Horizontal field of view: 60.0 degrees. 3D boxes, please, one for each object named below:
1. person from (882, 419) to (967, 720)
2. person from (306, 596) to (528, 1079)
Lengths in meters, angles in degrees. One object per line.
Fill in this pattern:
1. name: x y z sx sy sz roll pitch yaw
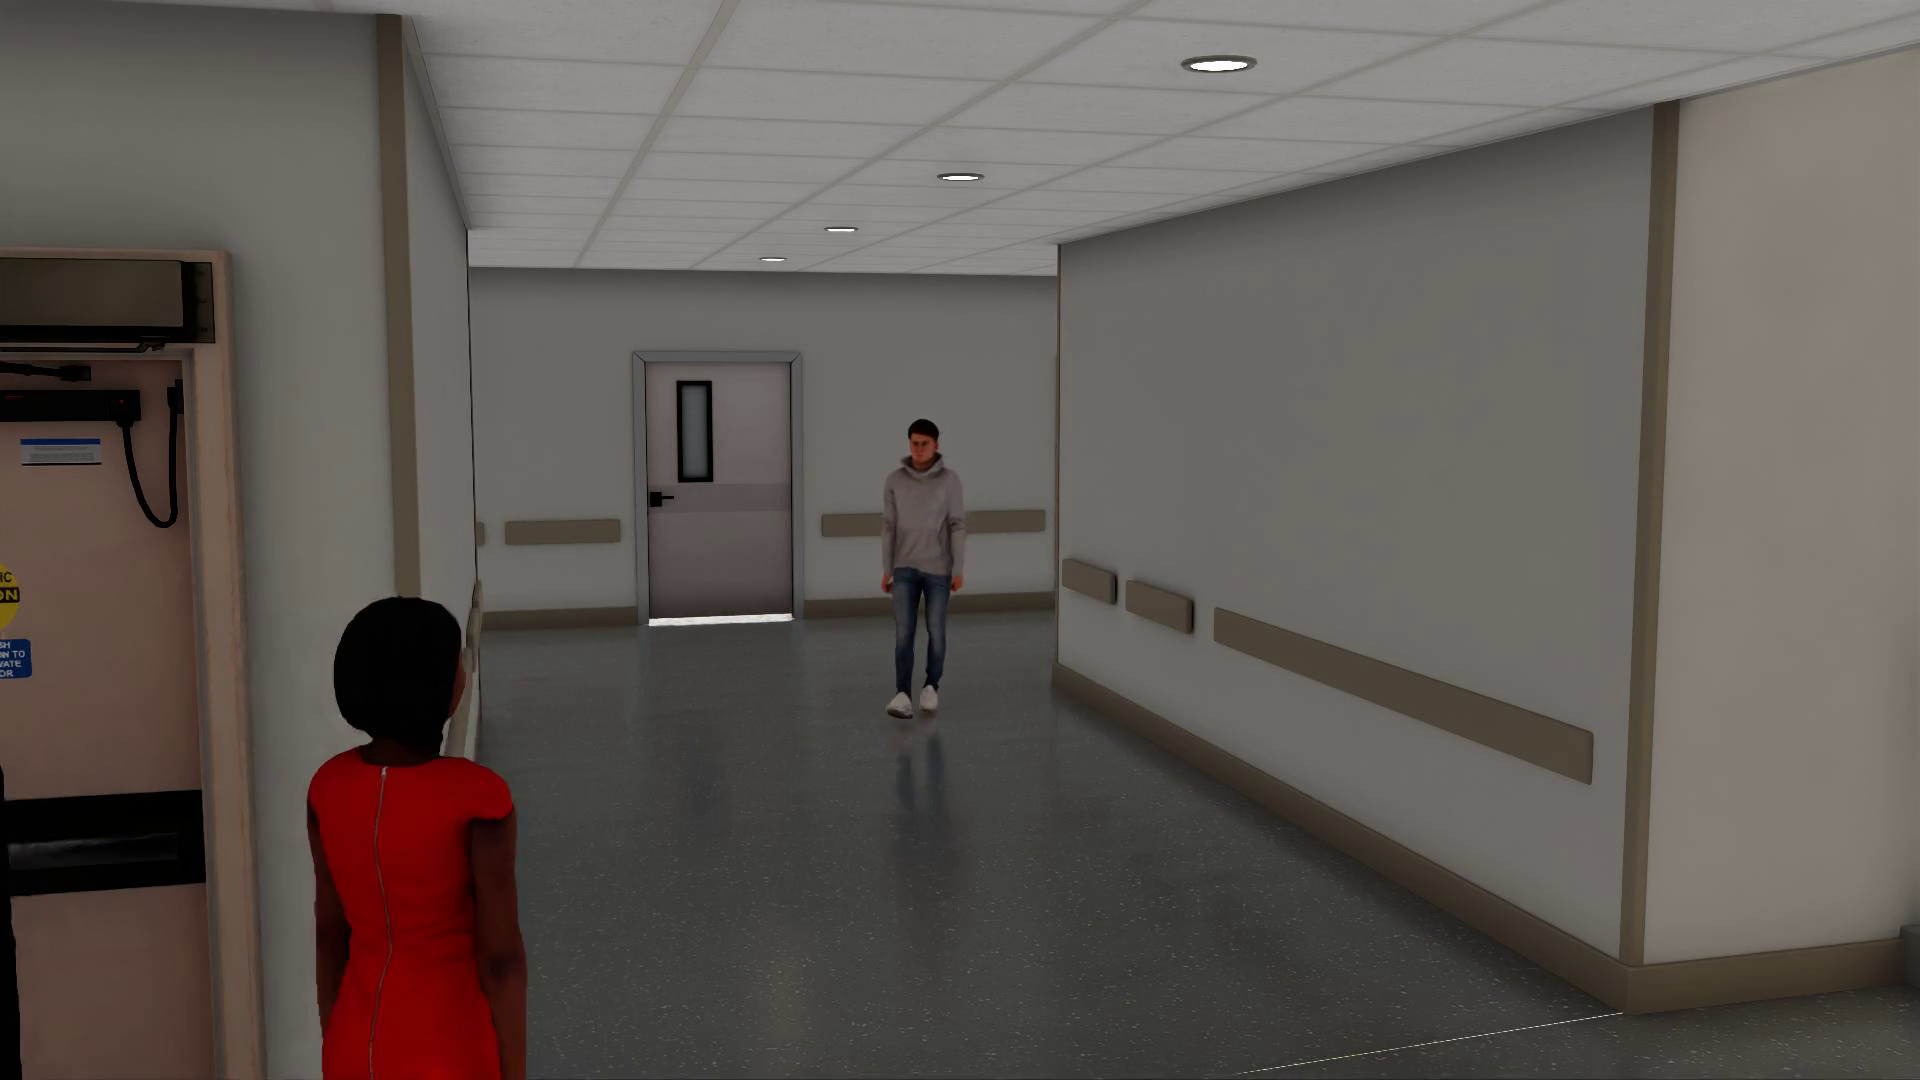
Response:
1. person: -0.202 0.177 10.362 1.078 1.830 0.997 1 6 7
2. person: -0.994 0.981 2.890 0.963 1.725 0.922 2 6 16
